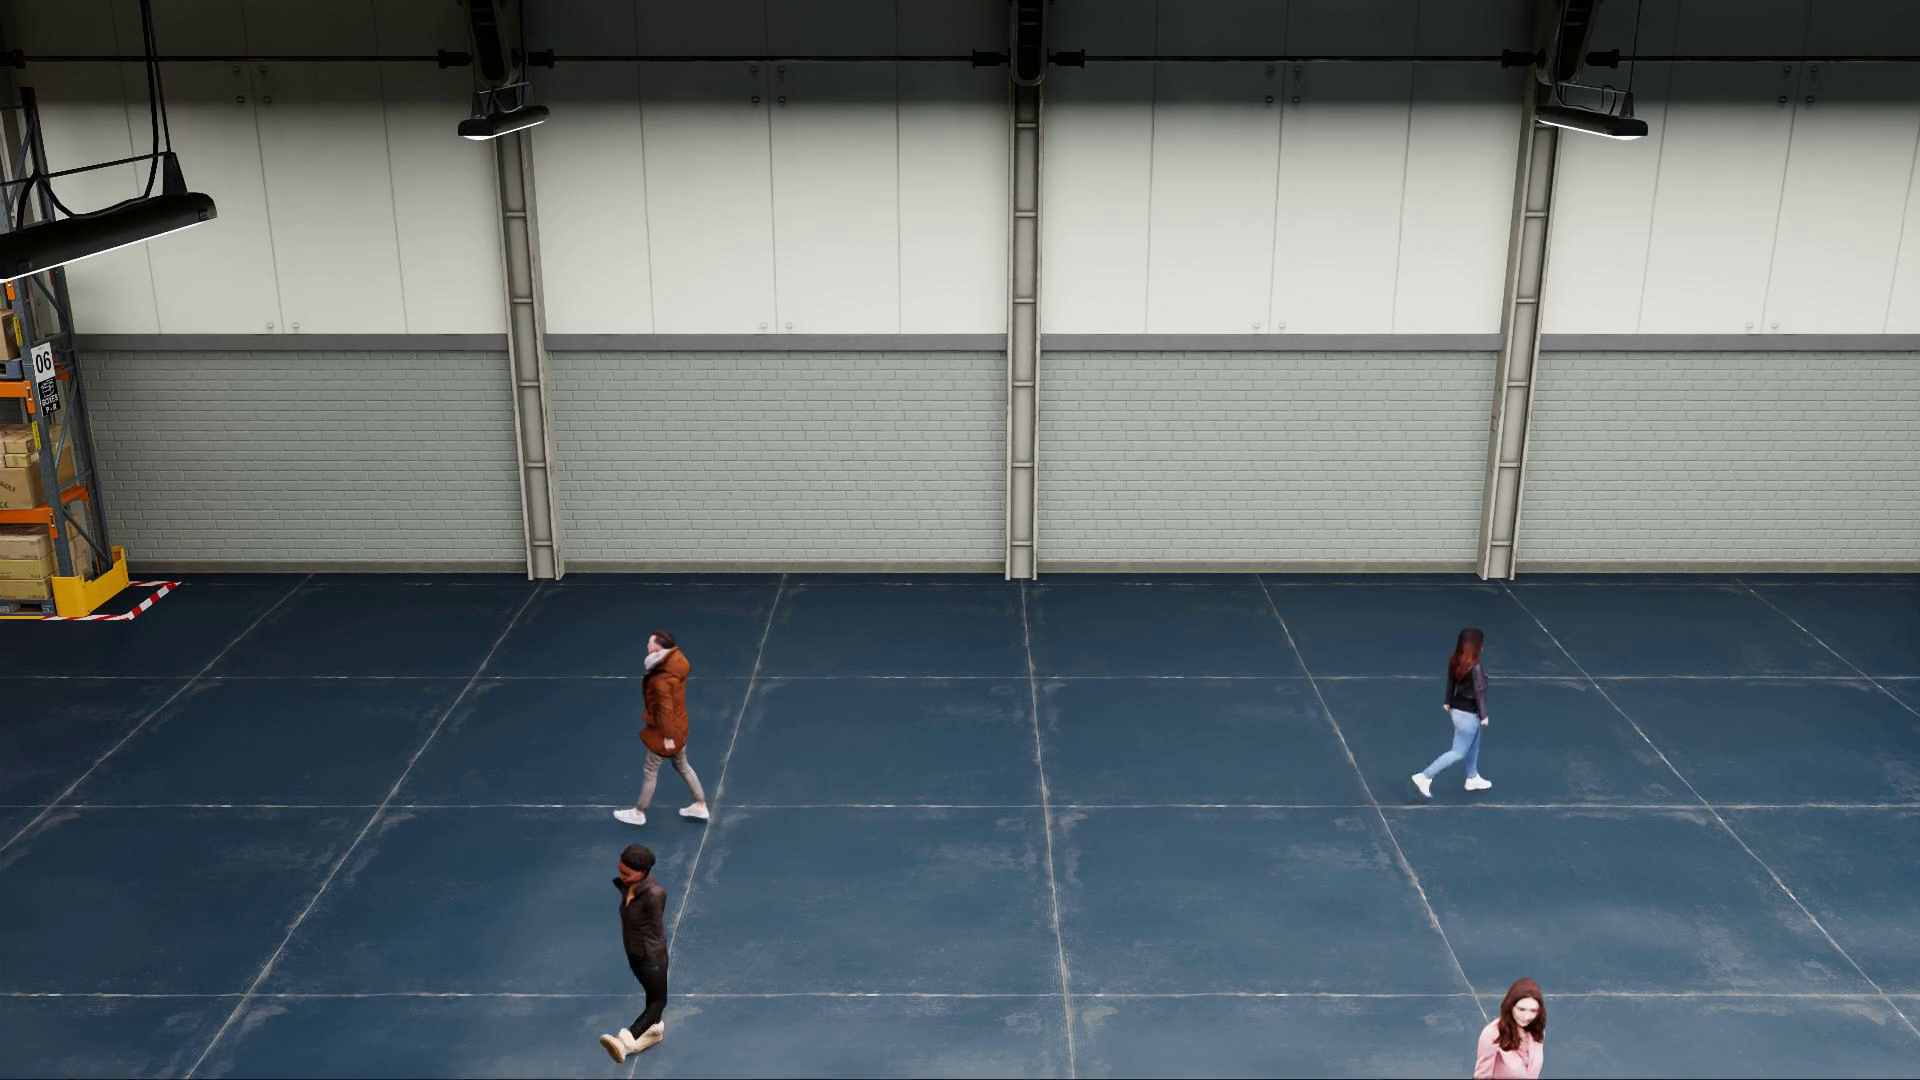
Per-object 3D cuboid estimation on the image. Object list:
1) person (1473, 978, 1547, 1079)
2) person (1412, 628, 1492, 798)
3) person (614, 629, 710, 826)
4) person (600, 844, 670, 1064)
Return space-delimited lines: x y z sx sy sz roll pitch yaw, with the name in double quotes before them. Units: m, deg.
"person" 3.085 3.274 9.459 0.585 1.801 0.740 -7 19 -20
"person" 4.480 1.588 14.960 1.089 1.600 0.715 -2 18 -7
"person" -2.457 1.655 14.433 1.069 1.798 0.802 2 18 7
"person" -2.196 2.810 11.125 0.961 1.650 0.892 -10 20 -28
